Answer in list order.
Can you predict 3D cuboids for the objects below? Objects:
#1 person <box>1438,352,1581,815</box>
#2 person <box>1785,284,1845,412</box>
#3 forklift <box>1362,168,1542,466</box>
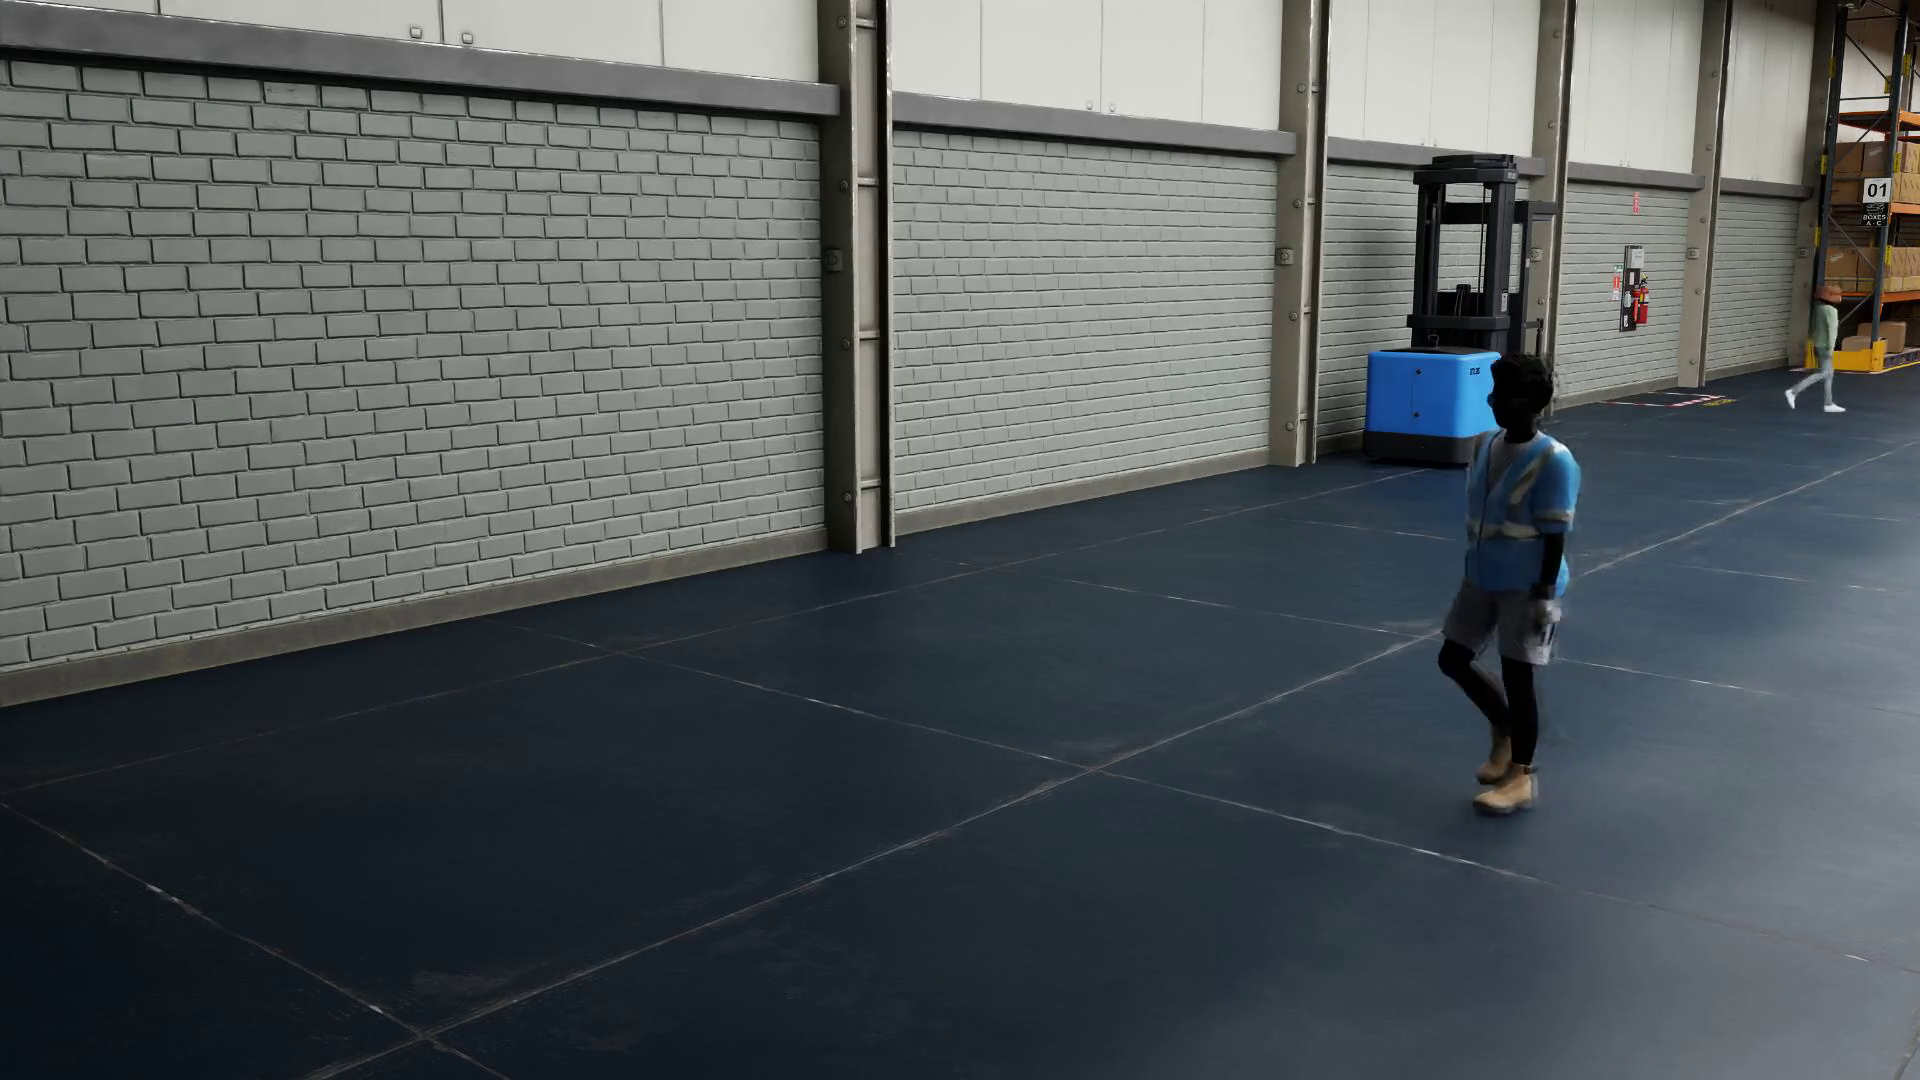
[{"bbox_3d":[1.994,0.159,6.057,0.370,1.682,0.547,-4,11,-22],"label":"person"},{"bbox_3d":[10.835,-2.418,20.963,0.698,1.613,0.507,2,10,10],"label":"person"},{"bbox_3d":[4.875,-2.212,16.287,1.129,2.768,1.873,8,13,40],"label":"forklift"}]
